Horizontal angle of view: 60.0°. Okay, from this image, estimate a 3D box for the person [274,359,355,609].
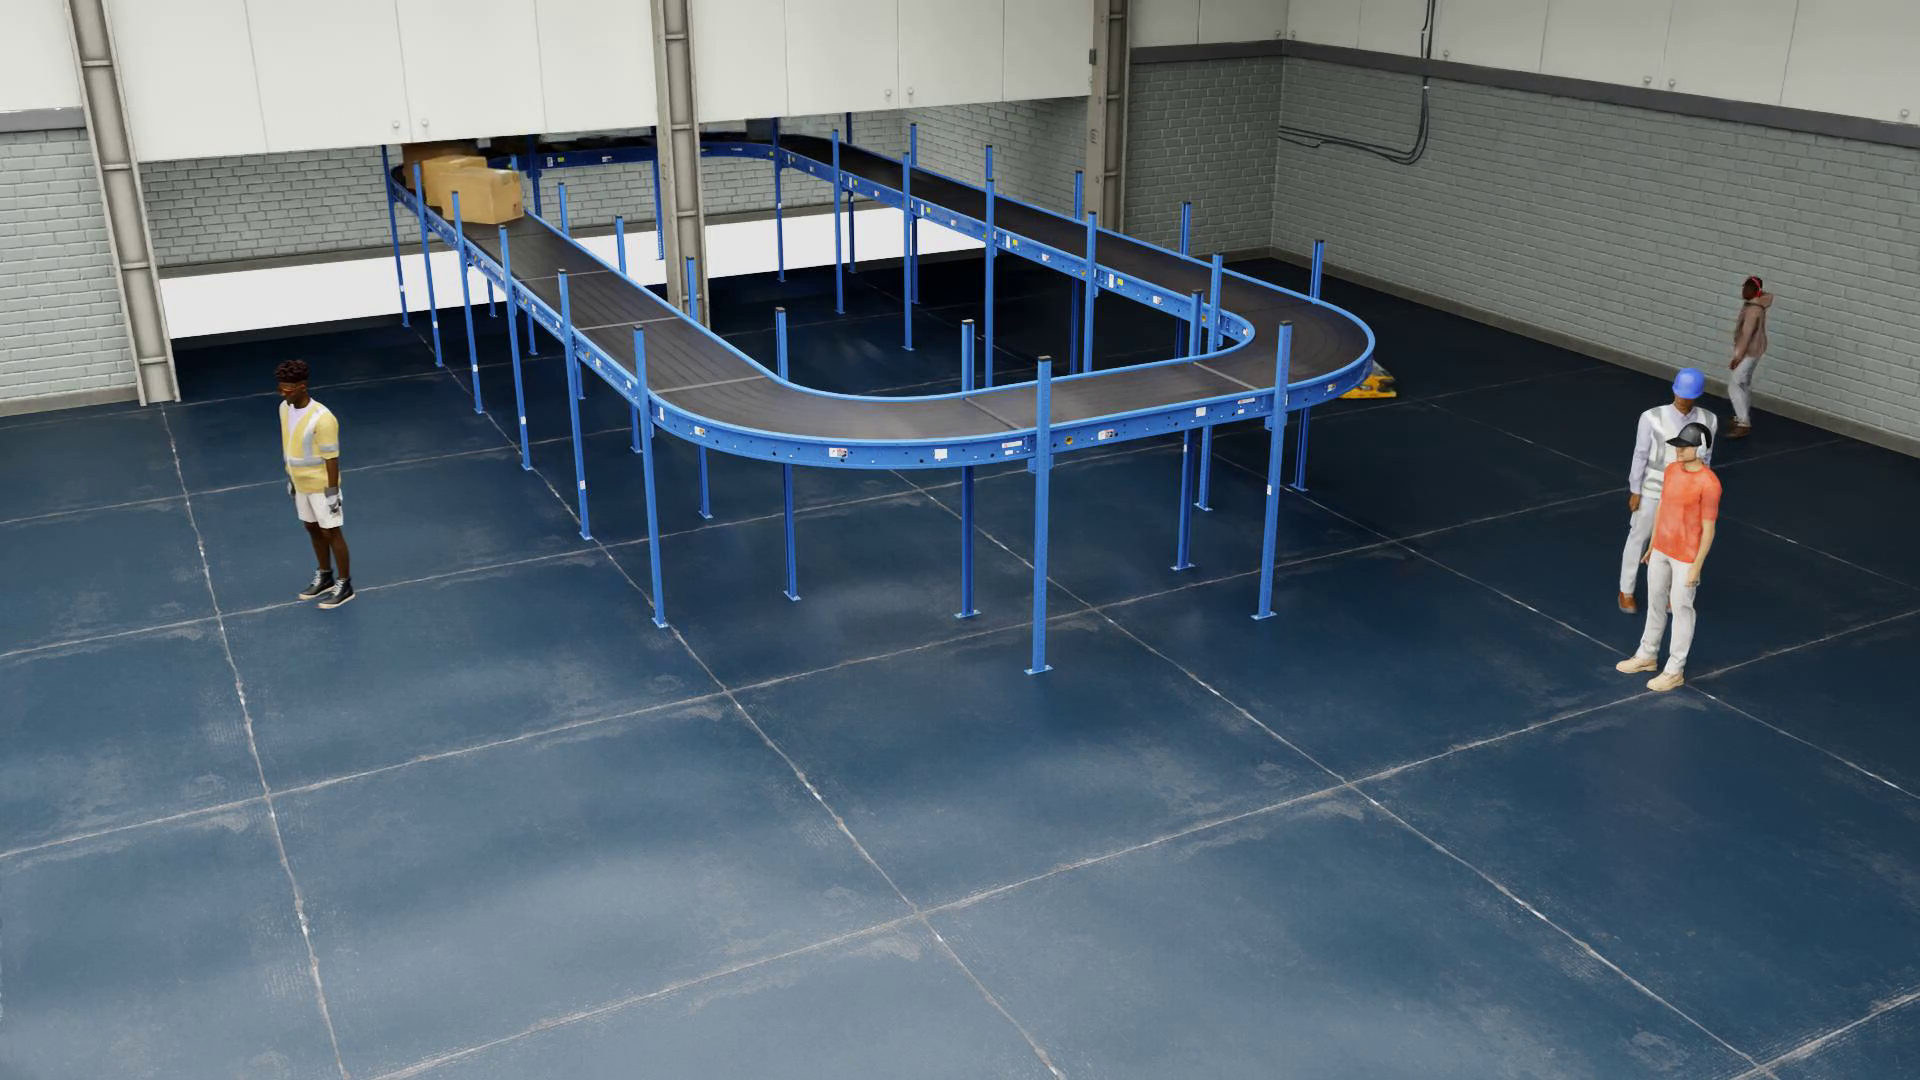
[{"bbox_3d":[-4.942,-0.440,12.719,0.600,1.958,0.372,16,27,34],"label":"person"}]

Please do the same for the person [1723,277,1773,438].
[{"bbox_3d":[7.877,-1.844,16.624,0.325,1.629,0.600,13,25,29],"label":"person"}]

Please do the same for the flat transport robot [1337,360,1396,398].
[{"bbox_3d":[4.301,-1.854,18.457,0.659,0.231,1.431,-2,22,-4],"label":"flat transport robot"}]

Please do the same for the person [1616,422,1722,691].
[{"bbox_3d":[4.893,0.108,11.421,0.393,1.911,0.480,-8,23,-19],"label":"person"}]

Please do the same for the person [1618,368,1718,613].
[{"bbox_3d":[5.354,-0.376,12.575,0.604,1.943,0.399,0,22,-1],"label":"person"}]
